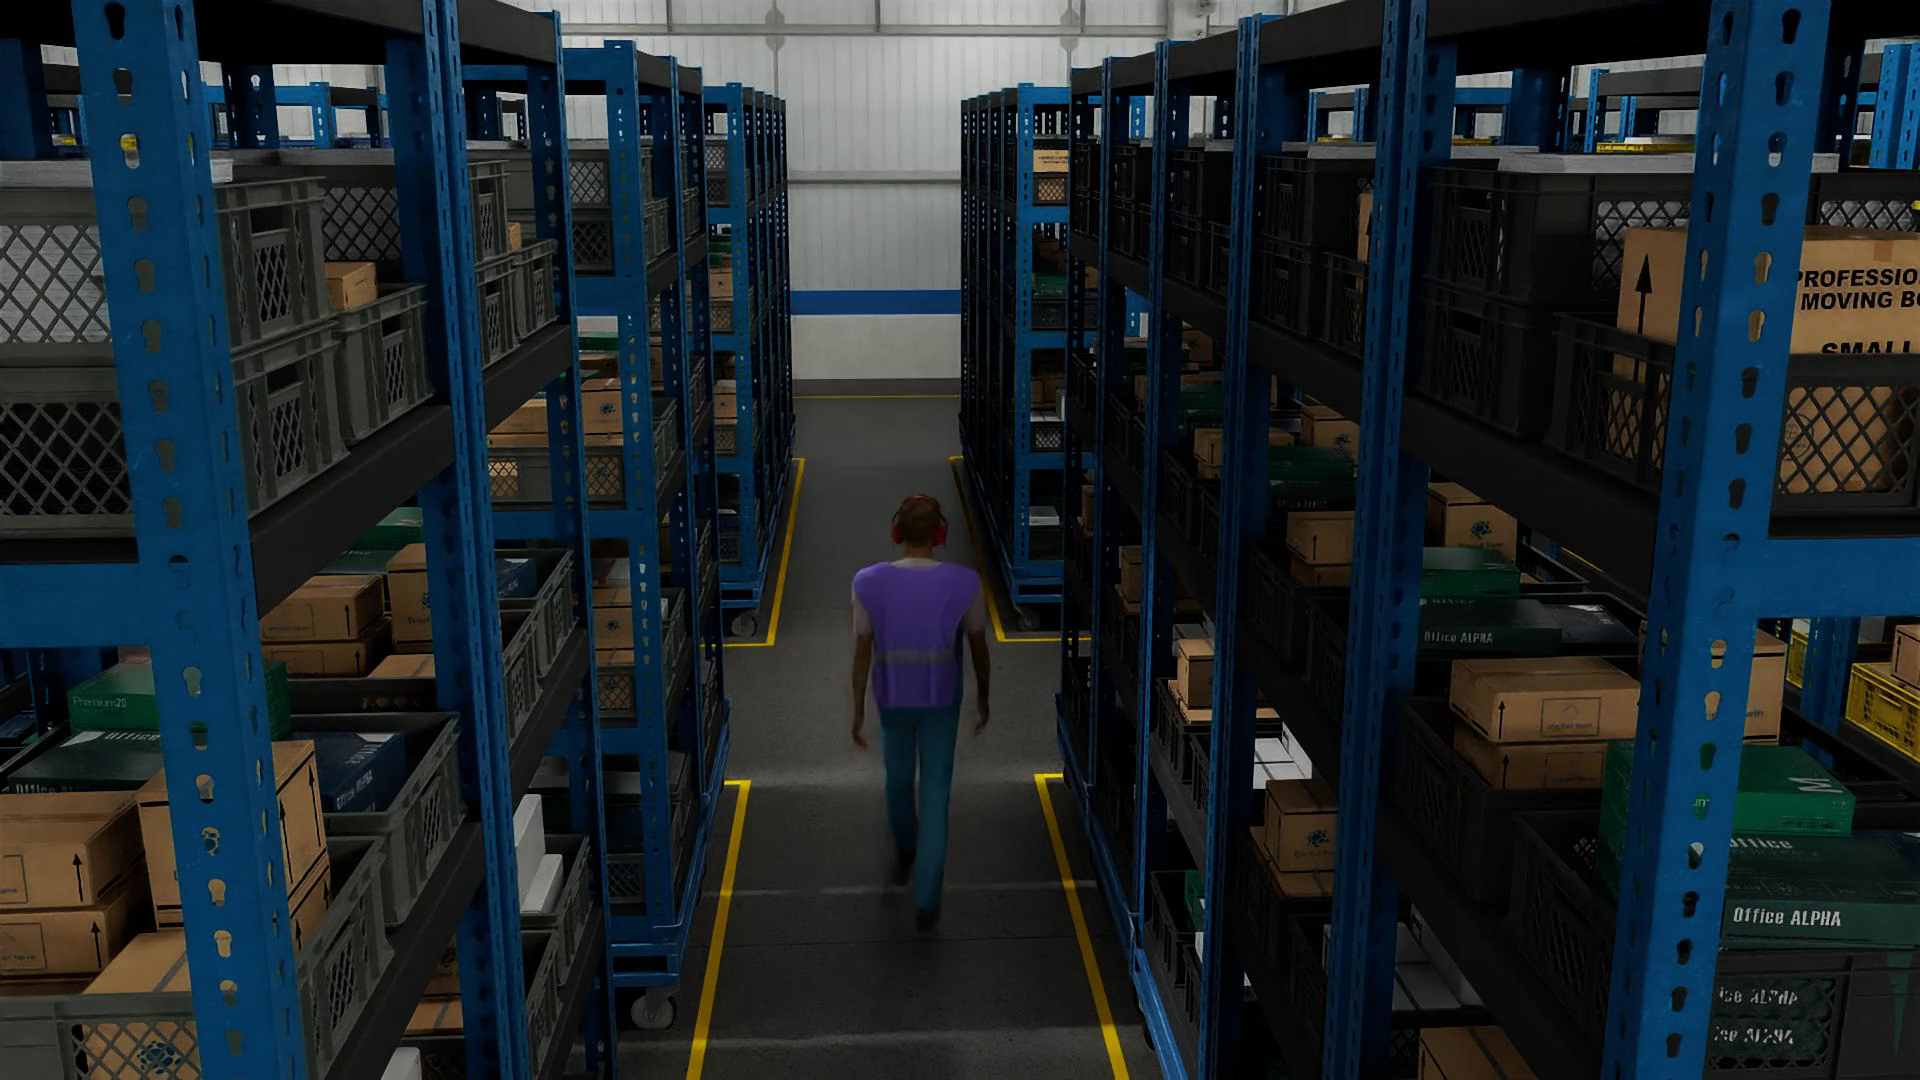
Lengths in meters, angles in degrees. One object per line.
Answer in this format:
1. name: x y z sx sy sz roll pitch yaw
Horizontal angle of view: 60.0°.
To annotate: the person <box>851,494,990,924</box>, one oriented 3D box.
1. person: -0.164 0.684 7.282 0.595 1.788 0.979 1 14 3
